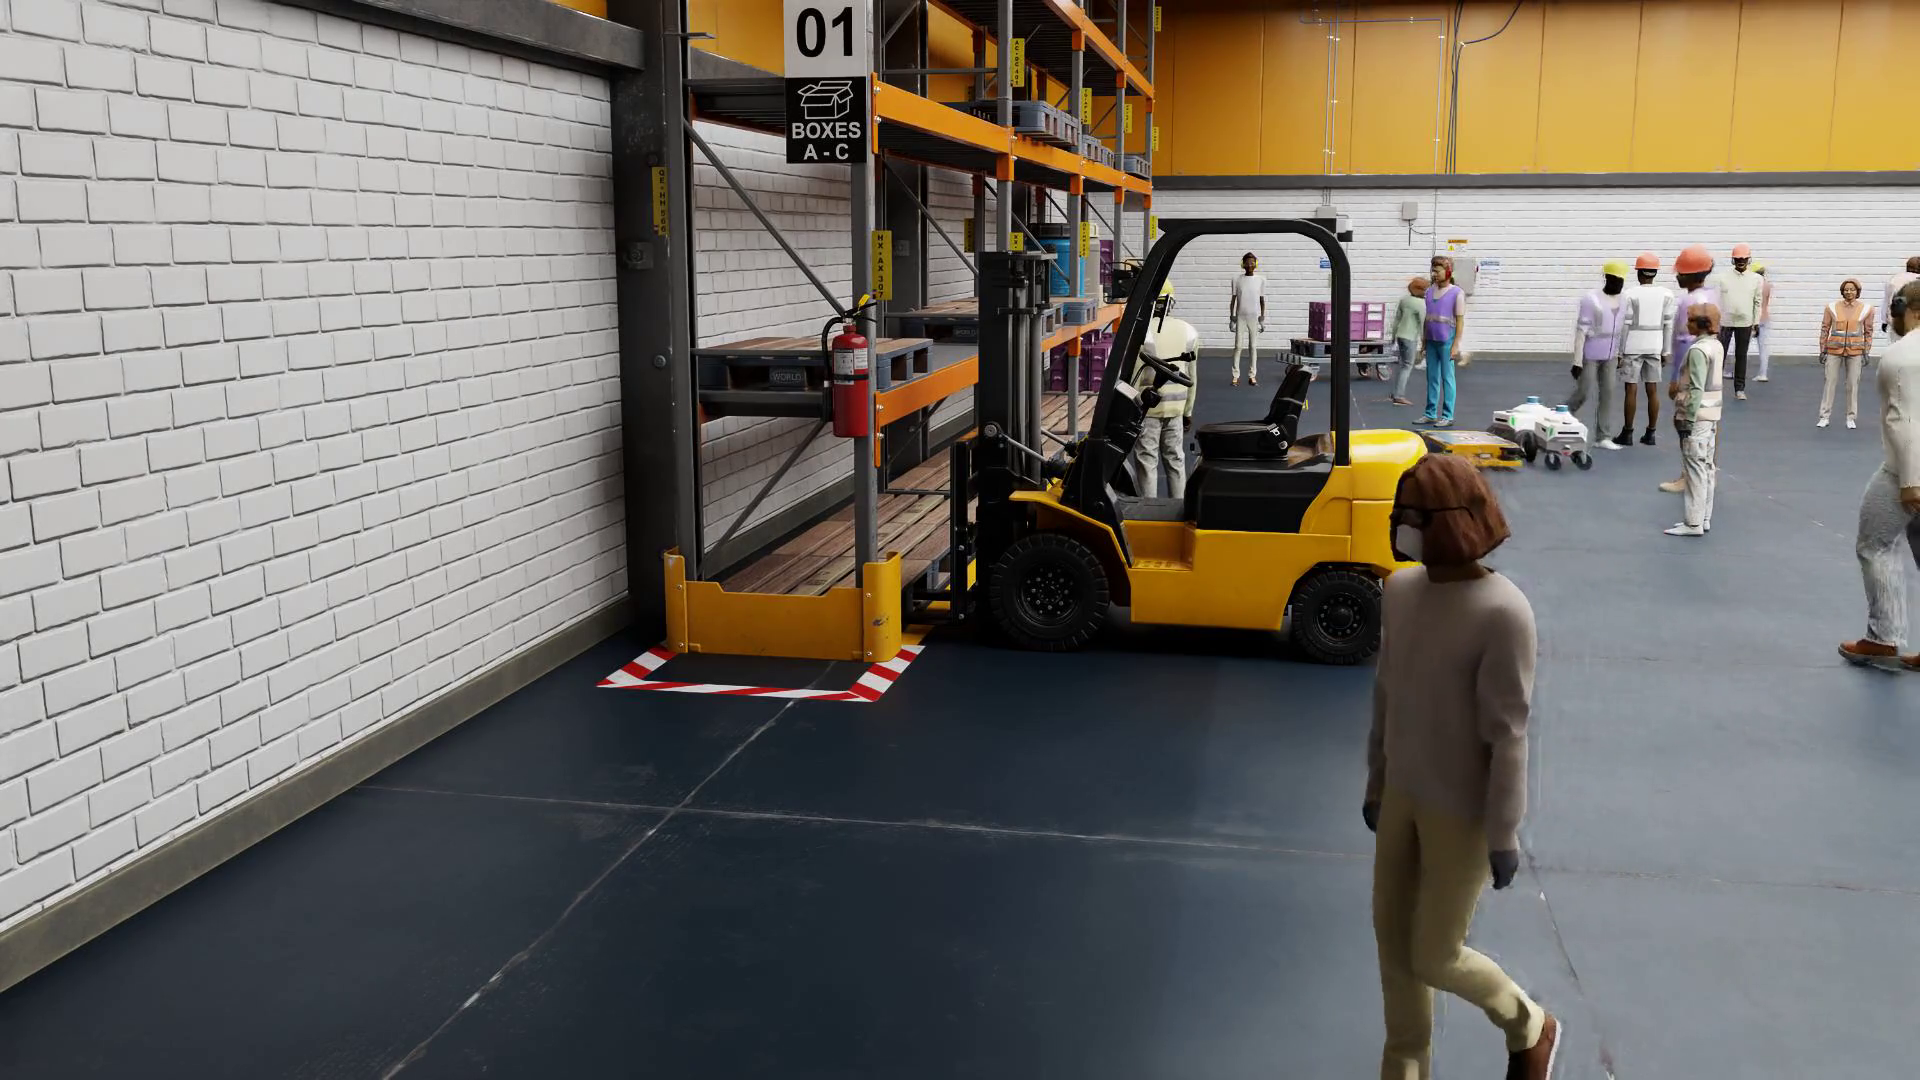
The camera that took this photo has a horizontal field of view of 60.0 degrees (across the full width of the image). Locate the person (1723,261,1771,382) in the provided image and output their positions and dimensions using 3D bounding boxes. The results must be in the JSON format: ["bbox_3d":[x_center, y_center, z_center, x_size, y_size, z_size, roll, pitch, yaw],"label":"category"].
[{"bbox_3d":[11.509,-3.182,24.250,0.533,1.732,0.838,-4,11,-20],"label":"person"}]

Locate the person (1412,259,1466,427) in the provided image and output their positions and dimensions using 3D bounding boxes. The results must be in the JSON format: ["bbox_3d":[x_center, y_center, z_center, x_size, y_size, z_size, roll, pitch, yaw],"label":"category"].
[{"bbox_3d":[5.330,-2.172,18.388,0.390,1.846,0.564,-5,12,-27],"label":"person"}]

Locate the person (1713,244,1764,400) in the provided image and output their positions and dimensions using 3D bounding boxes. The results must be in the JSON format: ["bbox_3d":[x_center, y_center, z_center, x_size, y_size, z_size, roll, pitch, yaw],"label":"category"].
[{"bbox_3d":[9.992,-2.803,21.431,0.611,1.996,0.378,3,11,18],"label":"person"}]

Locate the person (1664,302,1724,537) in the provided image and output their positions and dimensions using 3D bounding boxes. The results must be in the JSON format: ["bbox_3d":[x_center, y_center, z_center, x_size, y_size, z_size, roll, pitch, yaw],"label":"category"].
[{"bbox_3d":[5.174,-0.841,11.661,0.307,1.637,0.525,8,13,36],"label":"person"}]

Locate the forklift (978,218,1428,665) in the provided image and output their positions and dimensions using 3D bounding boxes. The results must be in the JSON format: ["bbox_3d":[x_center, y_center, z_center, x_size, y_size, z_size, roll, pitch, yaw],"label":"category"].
[{"bbox_3d":[1.285,-0.567,8.635,2.313,2.155,1.214,2,11,11],"label":"forklift"}]

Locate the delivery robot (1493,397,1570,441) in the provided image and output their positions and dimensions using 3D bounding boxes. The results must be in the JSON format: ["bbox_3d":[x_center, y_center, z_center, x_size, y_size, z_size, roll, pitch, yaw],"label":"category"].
[{"bbox_3d":[5.492,-1.135,15.986,0.707,0.478,0.477,-4,11,-20],"label":"delivery robot"}]

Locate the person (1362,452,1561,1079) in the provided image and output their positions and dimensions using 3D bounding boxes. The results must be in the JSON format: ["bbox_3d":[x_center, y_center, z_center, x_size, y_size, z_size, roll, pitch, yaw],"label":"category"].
[{"bbox_3d":[1.132,0.600,3.813,0.463,1.616,0.516,-4,11,-20],"label":"person"}]

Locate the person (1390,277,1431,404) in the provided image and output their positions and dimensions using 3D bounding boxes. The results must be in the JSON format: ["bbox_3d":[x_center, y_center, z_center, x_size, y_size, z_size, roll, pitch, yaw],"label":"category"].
[{"bbox_3d":[5.616,-2.480,20.773,0.405,1.592,0.570,-4,11,-19],"label":"person"}]

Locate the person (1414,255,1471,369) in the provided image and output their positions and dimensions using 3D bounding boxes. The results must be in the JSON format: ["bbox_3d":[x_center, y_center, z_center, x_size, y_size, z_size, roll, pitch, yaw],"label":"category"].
[{"bbox_3d":[7.669,-3.594,26.296,0.803,1.820,0.637,-2,10,-9],"label":"person"}]

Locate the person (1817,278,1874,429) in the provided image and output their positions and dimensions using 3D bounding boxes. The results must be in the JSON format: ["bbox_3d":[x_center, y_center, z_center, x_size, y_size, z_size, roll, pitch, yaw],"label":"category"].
[{"bbox_3d":[9.697,-2.040,18.229,0.518,1.640,0.307,6,12,29],"label":"person"}]

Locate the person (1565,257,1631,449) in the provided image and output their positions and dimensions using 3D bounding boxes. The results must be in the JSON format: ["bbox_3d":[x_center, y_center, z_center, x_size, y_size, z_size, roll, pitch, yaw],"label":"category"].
[{"bbox_3d":[6.328,-1.856,16.561,0.604,1.926,0.645,-4,11,-23],"label":"person"}]

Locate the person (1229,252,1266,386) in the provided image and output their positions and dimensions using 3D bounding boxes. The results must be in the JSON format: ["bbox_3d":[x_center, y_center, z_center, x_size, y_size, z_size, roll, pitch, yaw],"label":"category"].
[{"bbox_3d":[4.045,-3.102,23.421,0.508,1.872,0.328,0,10,2],"label":"person"}]

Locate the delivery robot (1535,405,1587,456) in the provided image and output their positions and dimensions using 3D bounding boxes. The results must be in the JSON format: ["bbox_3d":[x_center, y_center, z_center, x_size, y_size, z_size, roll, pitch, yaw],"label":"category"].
[{"bbox_3d":[5.480,-0.988,15.179,0.477,0.478,0.707,2,10,8],"label":"delivery robot"}]

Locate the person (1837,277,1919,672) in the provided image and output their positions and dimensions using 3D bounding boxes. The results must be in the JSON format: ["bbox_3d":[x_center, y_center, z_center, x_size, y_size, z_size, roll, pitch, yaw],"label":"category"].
[{"bbox_3d":[4.625,-0.304,7.999,0.646,1.894,0.666,-5,12,-27],"label":"person"}]

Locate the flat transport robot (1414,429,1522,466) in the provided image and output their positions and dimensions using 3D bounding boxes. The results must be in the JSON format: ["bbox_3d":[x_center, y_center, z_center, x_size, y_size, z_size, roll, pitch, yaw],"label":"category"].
[{"bbox_3d":[4.724,-0.867,15.555,0.652,0.197,1.431,0,10,2],"label":"flat transport robot"}]

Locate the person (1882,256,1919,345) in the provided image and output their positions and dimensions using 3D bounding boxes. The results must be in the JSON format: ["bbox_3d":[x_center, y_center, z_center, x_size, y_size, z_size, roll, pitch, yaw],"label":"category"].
[{"bbox_3d":[13.228,-3.045,23.255,0.479,1.820,0.680,-5,12,-26],"label":"person"}]

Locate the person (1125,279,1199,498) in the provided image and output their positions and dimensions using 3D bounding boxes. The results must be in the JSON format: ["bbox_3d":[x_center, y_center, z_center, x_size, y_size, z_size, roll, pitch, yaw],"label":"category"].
[{"bbox_3d":[1.349,-0.902,11.465,0.601,1.830,0.403,-5,12,-27],"label":"person"}]

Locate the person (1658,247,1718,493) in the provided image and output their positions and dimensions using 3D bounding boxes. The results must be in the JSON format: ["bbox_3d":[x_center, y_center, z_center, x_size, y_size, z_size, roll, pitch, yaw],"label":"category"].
[{"bbox_3d":[5.962,-1.368,13.564,0.374,2.011,0.736,9,13,39],"label":"person"}]

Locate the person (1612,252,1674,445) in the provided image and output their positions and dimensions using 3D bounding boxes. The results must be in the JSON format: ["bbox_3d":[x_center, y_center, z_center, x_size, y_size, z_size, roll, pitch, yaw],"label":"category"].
[{"bbox_3d":[6.850,-1.914,16.722,0.551,1.937,0.357,-1,10,-4],"label":"person"}]
